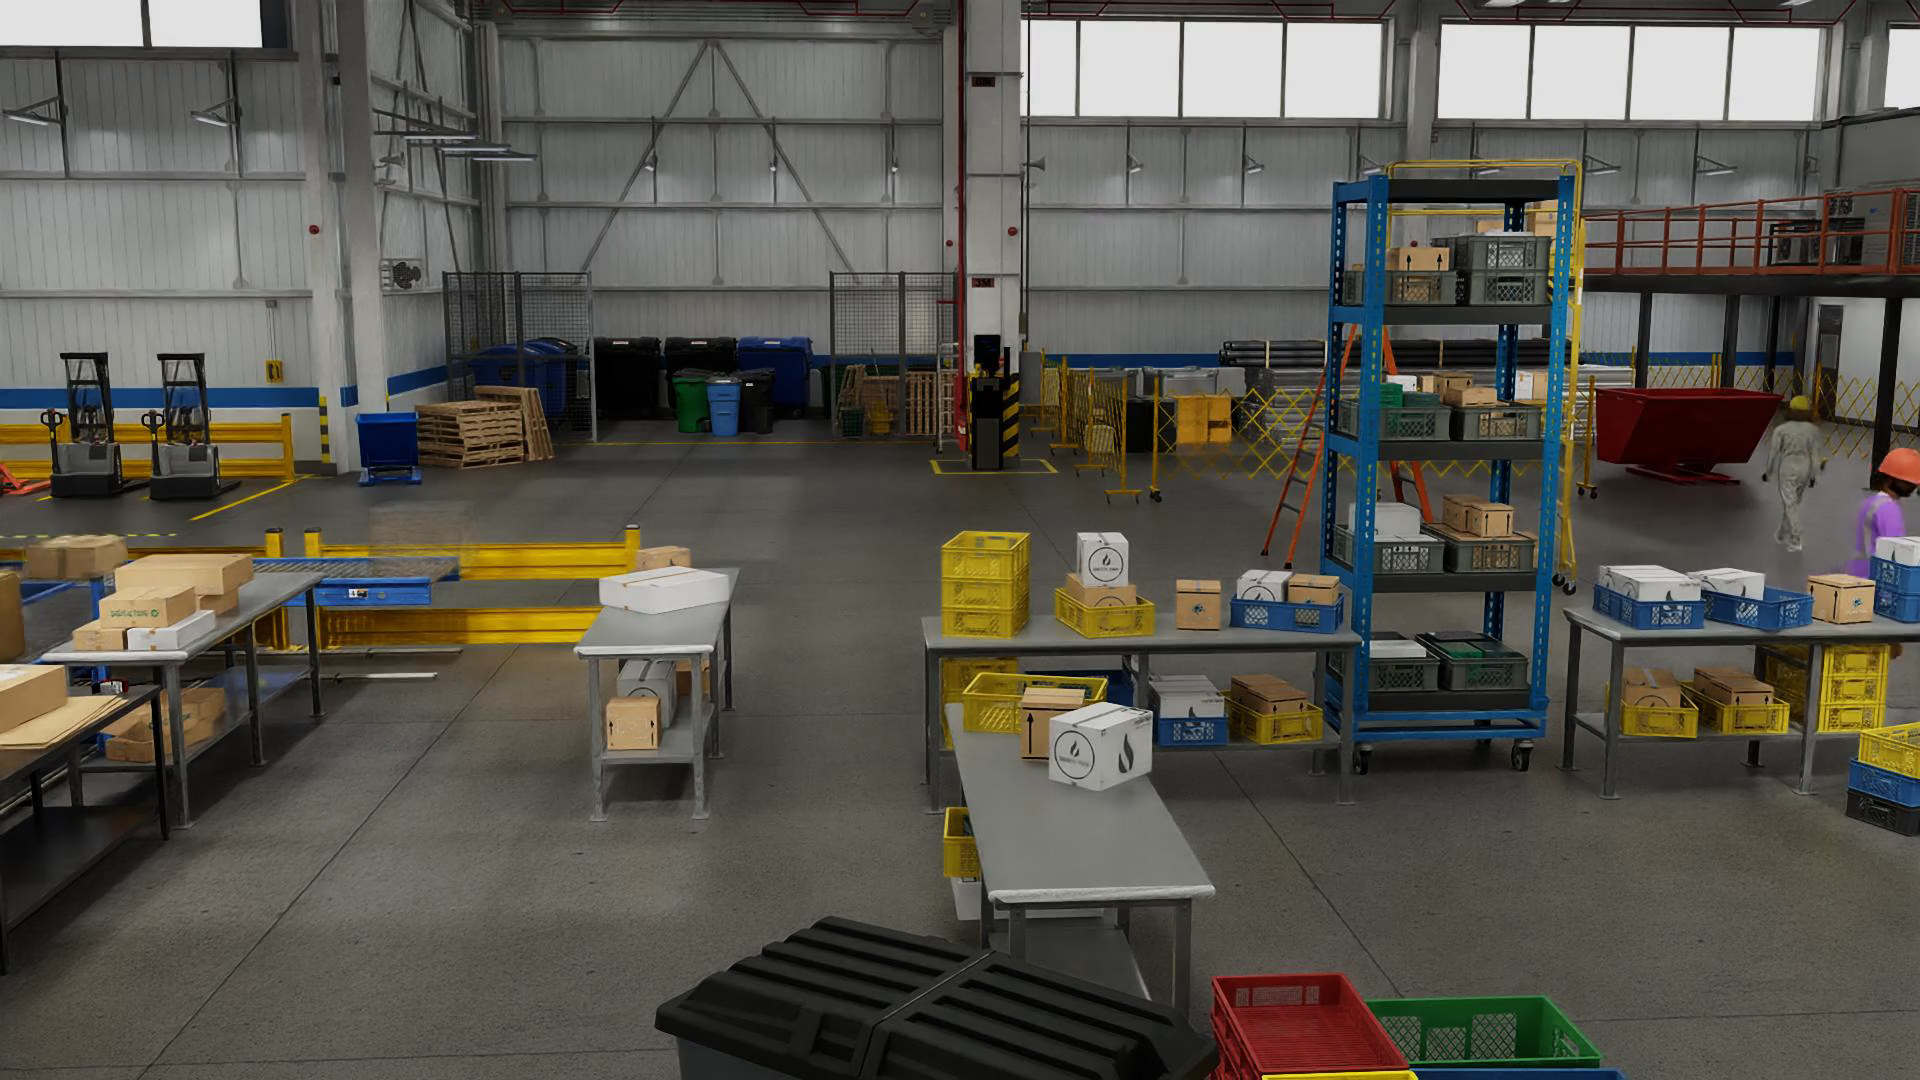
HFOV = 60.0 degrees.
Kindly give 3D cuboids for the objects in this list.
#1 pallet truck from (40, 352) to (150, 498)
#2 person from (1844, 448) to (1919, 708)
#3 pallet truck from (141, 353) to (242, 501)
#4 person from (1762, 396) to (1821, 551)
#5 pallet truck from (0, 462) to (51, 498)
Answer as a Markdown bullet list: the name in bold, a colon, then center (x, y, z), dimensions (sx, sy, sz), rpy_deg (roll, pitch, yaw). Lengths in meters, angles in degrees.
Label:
- **pallet truck**: center (-11.907, -1.642, 23.165), dimensions (0.823, 1.965, 1.885), rpy_deg (0, 9, 0)
- **person**: center (6.168, 0.325, 11.105), dimensions (0.594, 1.900, 0.555), rpy_deg (4, 10, 25)
- **pallet truck**: center (-10.520, -1.604, 22.925), dimensions (0.823, 1.965, 1.885), rpy_deg (-1, 9, -6)
- **person**: center (9.232, -0.742, 18.445), dimensions (0.500, 1.696, 0.894), rpy_deg (0, 9, 2)
- **pallet truck**: center (-13.193, -1.293, 23.148), dimensions (0.653, 1.274, 1.630), rpy_deg (-1, 9, -4)
